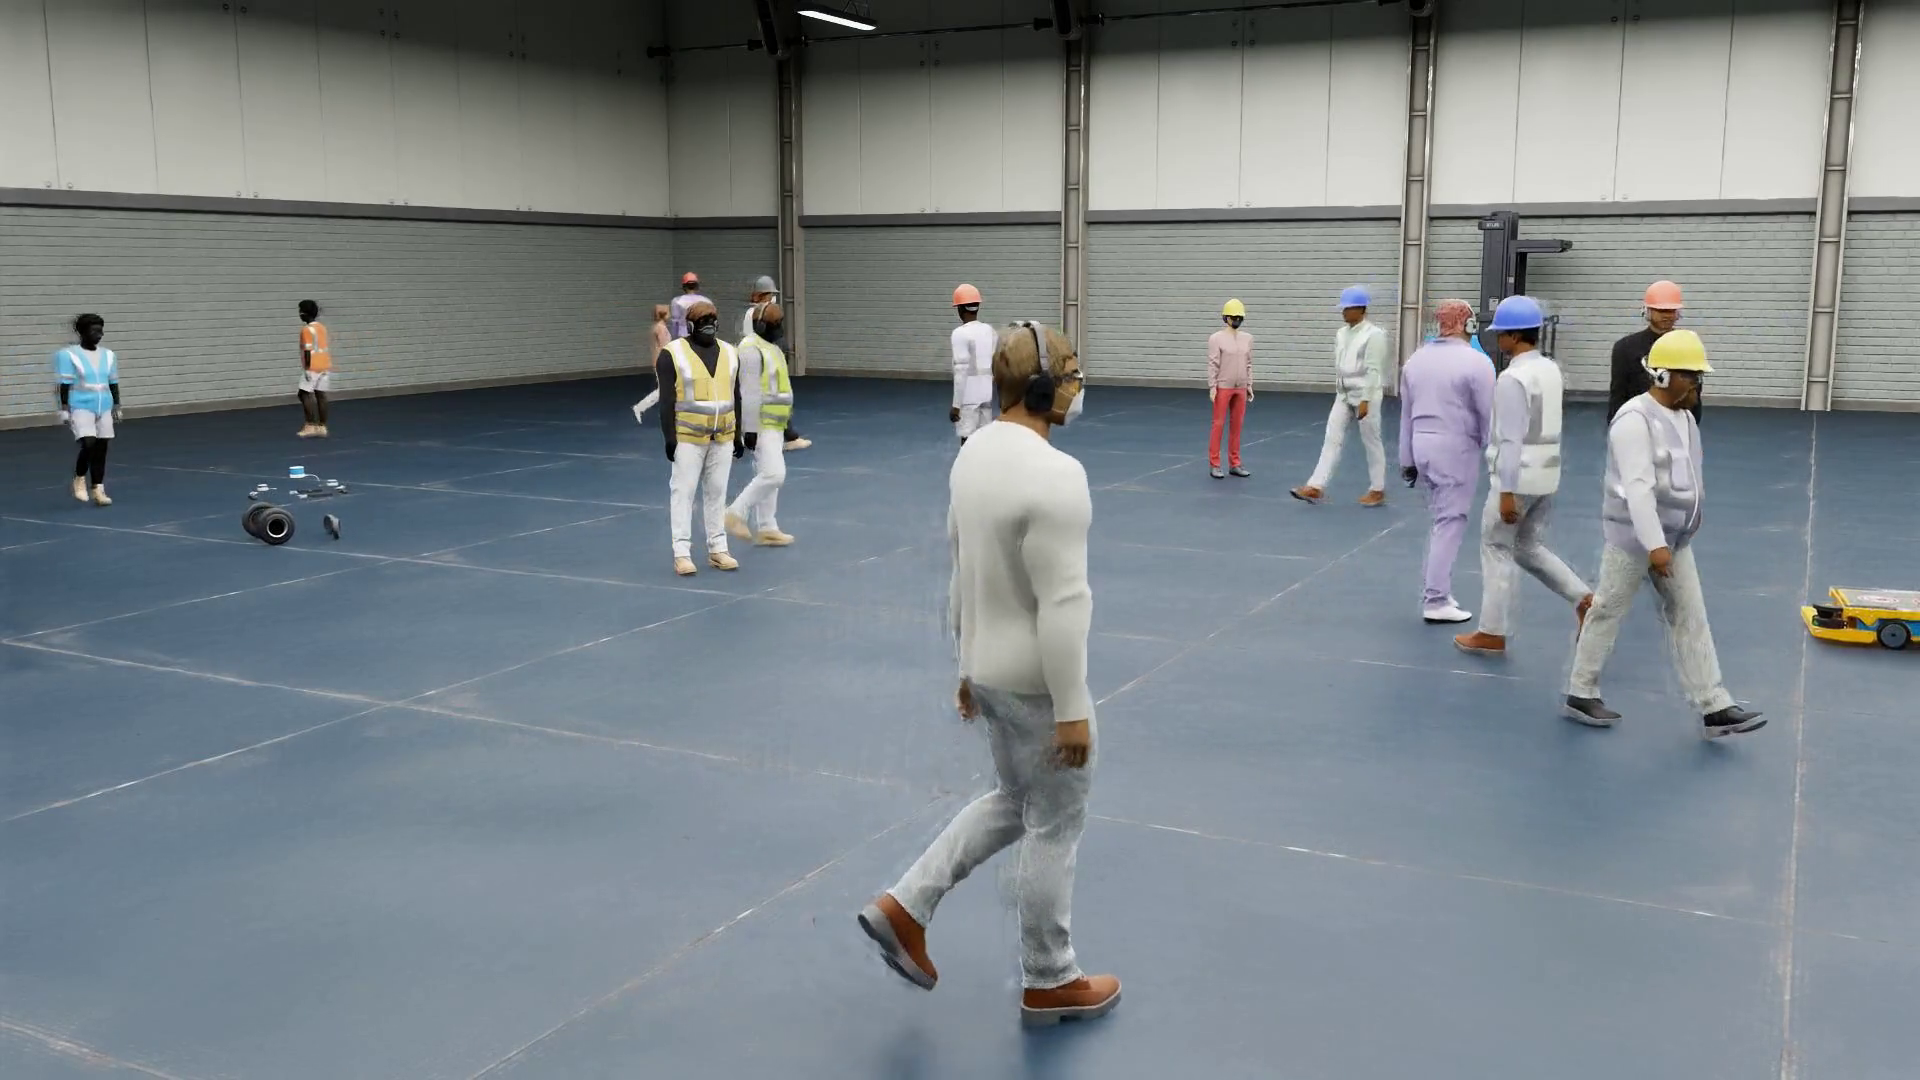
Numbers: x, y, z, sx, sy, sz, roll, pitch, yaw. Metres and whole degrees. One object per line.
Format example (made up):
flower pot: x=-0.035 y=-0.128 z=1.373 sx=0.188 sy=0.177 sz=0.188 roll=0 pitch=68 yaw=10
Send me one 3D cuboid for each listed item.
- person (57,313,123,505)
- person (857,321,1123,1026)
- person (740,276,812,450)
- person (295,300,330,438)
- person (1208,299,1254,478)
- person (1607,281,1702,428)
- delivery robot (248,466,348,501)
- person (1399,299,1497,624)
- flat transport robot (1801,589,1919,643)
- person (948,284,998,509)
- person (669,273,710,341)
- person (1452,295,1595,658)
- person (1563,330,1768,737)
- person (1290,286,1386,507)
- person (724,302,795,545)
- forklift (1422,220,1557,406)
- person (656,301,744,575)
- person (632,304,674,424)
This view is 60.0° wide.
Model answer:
person: x=-7.548 y=-1.131 z=14.475 sx=0.374 sy=1.677 sz=0.546 roll=5 pitch=10 yaw=28
person: x=0.115 y=0.378 z=4.456 sx=0.640 sy=1.922 sz=0.633 roll=-3 pitch=10 yaw=-19
person: x=-2.265 y=-2.040 z=19.133 sx=1.045 sy=2.000 sz=0.691 roll=0 pitch=9 yaw=1
person: x=-7.980 y=-2.105 z=20.475 sx=0.402 sy=1.693 sz=0.551 roll=1 pitch=9 yaw=5
person: x=2.705 y=-1.506 z=16.552 sx=0.533 sy=1.766 sz=0.311 roll=-5 pitch=10 yaw=-28
person: x=4.649 y=-0.735 z=11.134 sx=0.615 sy=1.983 sz=0.423 roll=0 pitch=9 yaw=3
delivery robot: x=-5.104 y=-0.451 z=12.809 sx=0.698 sy=0.223 sz=0.335 roll=-7 pitch=11 yaw=-36
person: x=2.930 y=-0.459 z=9.758 sx=0.572 sy=1.881 sz=0.696 roll=-4 pitch=10 yaw=-22
flat transport robot: x=5.509 y=0.445 z=9.246 sx=1.431 sy=0.197 sz=0.652 roll=4 pitch=10 yaw=21
person: x=0.084 y=-1.214 z=14.232 sx=0.376 sy=1.934 sz=0.546 roll=7 pitch=11 yaw=36
person: x=-4.122 y=-3.045 z=25.282 sx=0.623 sy=2.000 sz=0.944 roll=-4 pitch=10 yaw=-26
person: x=3.025 y=-0.316 z=8.726 sx=0.707 sy=1.923 sz=0.612 roll=8 pitch=12 yaw=41
person: x=3.108 y=-0.015 z=7.296 sx=0.606 sy=1.782 sz=0.919 roll=-7 pitch=11 yaw=-36
person: x=3.351 y=-1.224 z=14.375 sx=0.964 sy=1.899 sz=0.629 roll=-5 pitch=10 yaw=-27
person: x=-1.458 y=-0.844 z=12.292 sx=0.480 sy=1.822 sz=0.695 roll=2 pitch=9 yaw=10
forklift: x=8.245 y=-3.527 z=25.720 sx=1.873 sy=2.768 sz=1.129 roll=5 pitch=10 yaw=27
person: x=-1.748 y=-0.702 z=11.361 sx=0.623 sy=1.845 sz=0.430 roll=-7 pitch=11 yaw=-35
person: x=-3.954 y=-2.291 z=21.834 sx=0.658 sy=1.615 sz=0.526 roll=-2 pitch=9 yaw=-12
